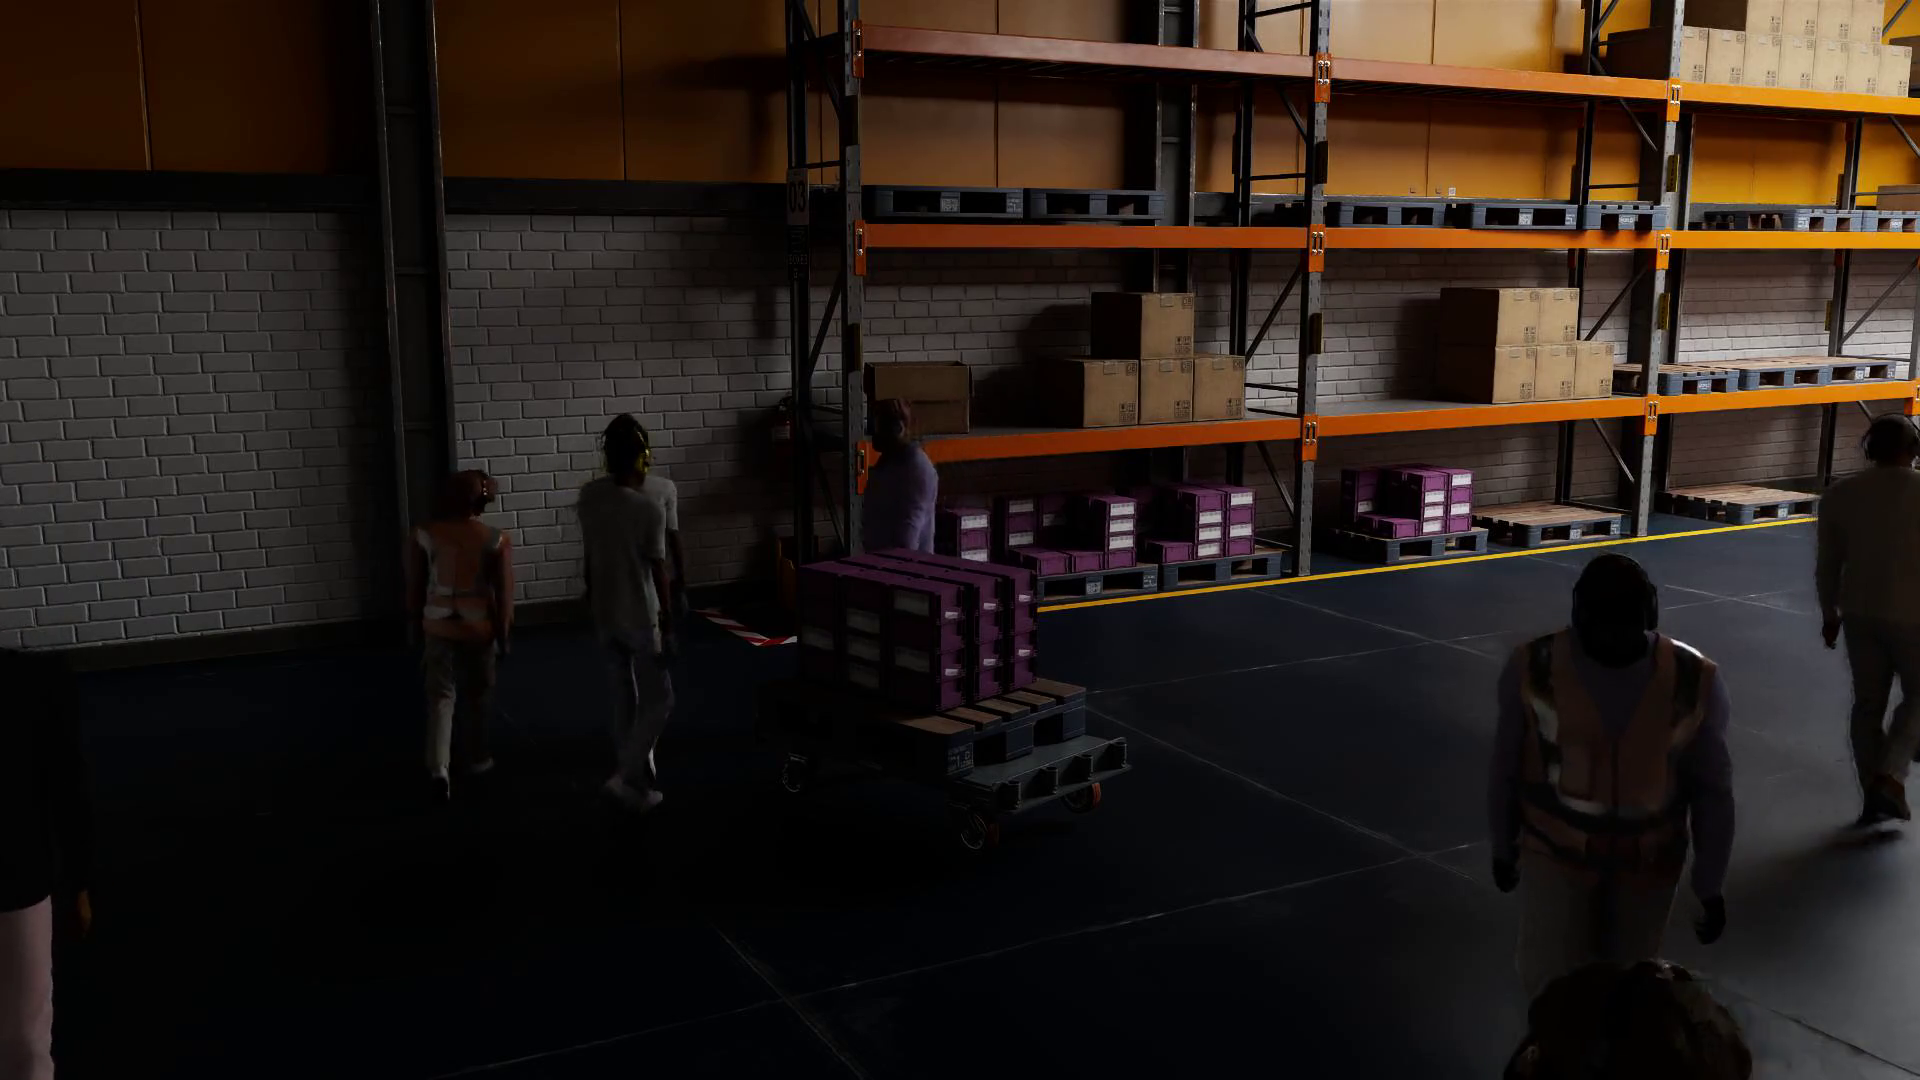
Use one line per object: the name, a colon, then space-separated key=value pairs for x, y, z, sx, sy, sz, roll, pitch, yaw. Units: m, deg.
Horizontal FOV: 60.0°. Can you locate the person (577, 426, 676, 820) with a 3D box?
person: x=-1.548 y=0.400 z=7.722 sx=0.525 sy=1.846 sz=0.471 roll=4 pitch=11 yaw=23

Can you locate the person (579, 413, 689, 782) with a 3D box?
person: x=-1.658 y=0.280 z=8.464 sx=0.522 sy=1.839 sz=0.906 roll=-1 pitch=10 yaw=-4

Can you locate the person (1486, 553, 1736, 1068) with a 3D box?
person: x=1.821 y=0.943 z=4.680 sx=0.640 sy=1.806 sz=0.833 roll=2 pitch=10 yaw=14

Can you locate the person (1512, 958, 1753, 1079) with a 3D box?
person: x=0.765 y=1.385 z=1.809 sx=0.643 sy=1.922 sz=0.517 roll=-8 pitch=13 yaw=-39

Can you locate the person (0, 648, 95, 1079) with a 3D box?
person: x=-2.559 y=0.949 z=4.239 sx=0.629 sy=1.947 sz=0.961 roll=-4 pitch=11 yaw=-23

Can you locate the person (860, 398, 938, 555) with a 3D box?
person: x=-0.316 y=0.144 z=9.163 sx=1.004 sy=1.861 sz=0.642 roll=-5 pitch=11 yaw=-27

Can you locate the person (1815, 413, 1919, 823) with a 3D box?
person: x=4.286 y=0.376 z=7.678 sx=0.477 sy=1.902 sz=0.709 roll=-9 pitch=13 yaw=-41

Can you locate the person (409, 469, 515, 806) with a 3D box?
person: x=-2.427 y=0.454 z=8.082 sx=0.531 sy=1.601 sz=0.798 roll=-1 pitch=10 yaw=-6
